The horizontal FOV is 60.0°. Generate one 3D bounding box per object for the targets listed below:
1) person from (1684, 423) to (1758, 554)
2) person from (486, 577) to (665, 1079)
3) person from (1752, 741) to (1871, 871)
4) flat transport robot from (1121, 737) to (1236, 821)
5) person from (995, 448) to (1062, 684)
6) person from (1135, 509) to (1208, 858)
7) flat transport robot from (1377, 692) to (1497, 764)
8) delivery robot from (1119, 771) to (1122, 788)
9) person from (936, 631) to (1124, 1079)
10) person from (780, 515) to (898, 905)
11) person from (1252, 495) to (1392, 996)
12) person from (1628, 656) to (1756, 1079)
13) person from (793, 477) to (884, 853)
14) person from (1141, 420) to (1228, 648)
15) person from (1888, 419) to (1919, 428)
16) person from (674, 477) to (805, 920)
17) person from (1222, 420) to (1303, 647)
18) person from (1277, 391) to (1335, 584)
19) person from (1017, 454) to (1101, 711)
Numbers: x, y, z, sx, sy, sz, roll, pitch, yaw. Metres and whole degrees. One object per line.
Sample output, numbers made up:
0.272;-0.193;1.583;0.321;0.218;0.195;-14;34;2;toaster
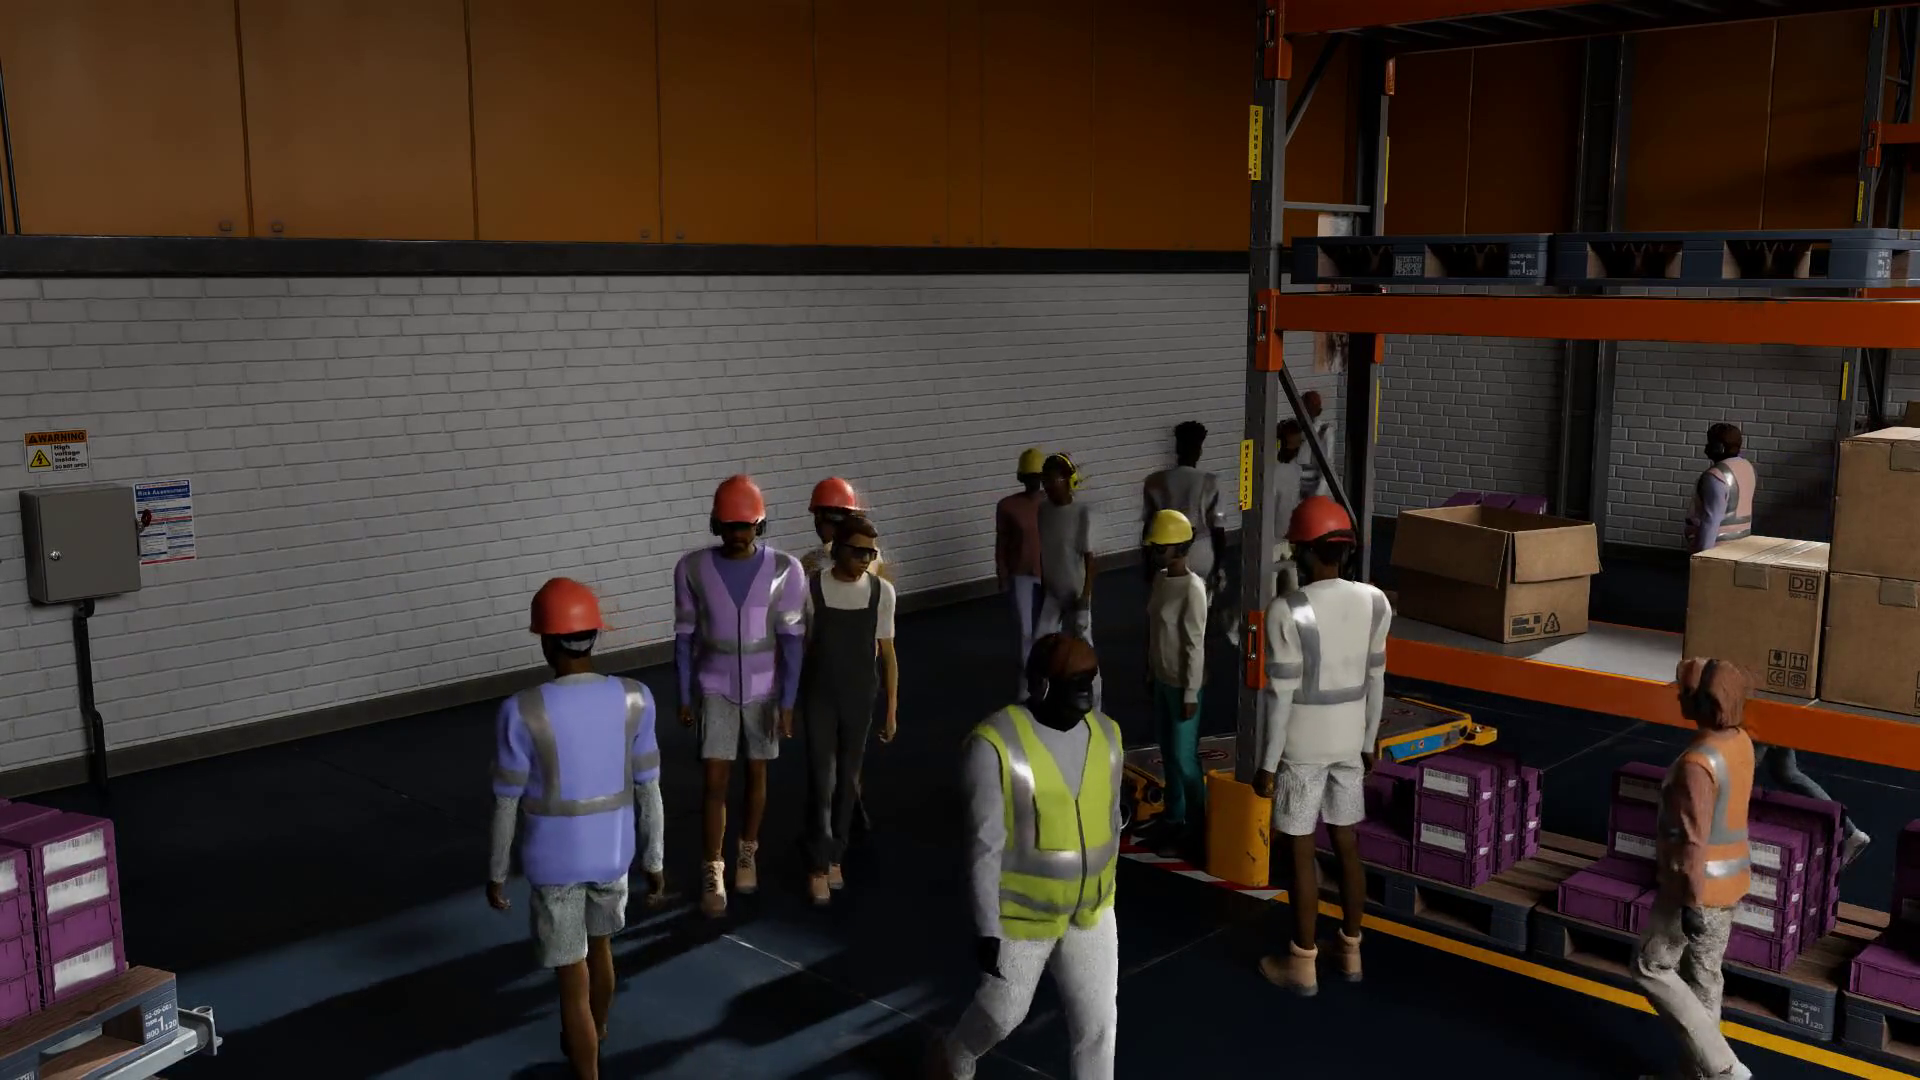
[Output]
5.494;0.070;12.097;0.624;1.844;0.429;-9;13;-43;person
-1.376;1.067;5.777;0.566;1.906;0.834;-6;11;-35;person
4.032;0.843;8.093;0.746;1.609;0.509;6;11;34;person
1.331;1.305;9.320;1.431;0.197;0.652;-4;10;-24;flat transport robot
0.505;0.231;11.351;0.544;1.751;0.485;0;9;-1;person
1.067;0.716;8.393;0.343;1.759;0.533;-2;10;-15;person
2.553;1.175;10.119;1.431;0.197;0.652;-7;11;-35;flat transport robot
0.487;1.234;8.603;0.707;0.478;0.477;-6;11;-32;delivery robot
0.245;1.170;5.460;0.629;1.812;0.861;-5;11;-28;person
-0.550;0.788;7.759;0.546;1.817;0.635;-3;10;-15;person
1.453;0.830;6.820;0.615;2.039;0.395;-5;10;-28;person
2.572;1.203;5.796;0.522;1.625;0.388;-9;13;-44;person
-0.651;0.644;8.389;0.398;1.909;0.592;6;11;33;person
1.520;0.145;11.417;0.610;1.925;0.890;3;10;19;person
7.149;-0.007;12.632;0.753;1.815;0.613;6;11;32;person
-1.005;0.717;7.611;0.605;2.007;0.852;-1;9;-7;person
2.307;0.006;12.459;0.537;1.848;0.720;-8;12;-39;person
3.187;-0.492;15.603;0.646;1.815;0.967;7;12;37;person
0.590;0.384;10.217;0.546;1.814;0.982;8;12;41;person
